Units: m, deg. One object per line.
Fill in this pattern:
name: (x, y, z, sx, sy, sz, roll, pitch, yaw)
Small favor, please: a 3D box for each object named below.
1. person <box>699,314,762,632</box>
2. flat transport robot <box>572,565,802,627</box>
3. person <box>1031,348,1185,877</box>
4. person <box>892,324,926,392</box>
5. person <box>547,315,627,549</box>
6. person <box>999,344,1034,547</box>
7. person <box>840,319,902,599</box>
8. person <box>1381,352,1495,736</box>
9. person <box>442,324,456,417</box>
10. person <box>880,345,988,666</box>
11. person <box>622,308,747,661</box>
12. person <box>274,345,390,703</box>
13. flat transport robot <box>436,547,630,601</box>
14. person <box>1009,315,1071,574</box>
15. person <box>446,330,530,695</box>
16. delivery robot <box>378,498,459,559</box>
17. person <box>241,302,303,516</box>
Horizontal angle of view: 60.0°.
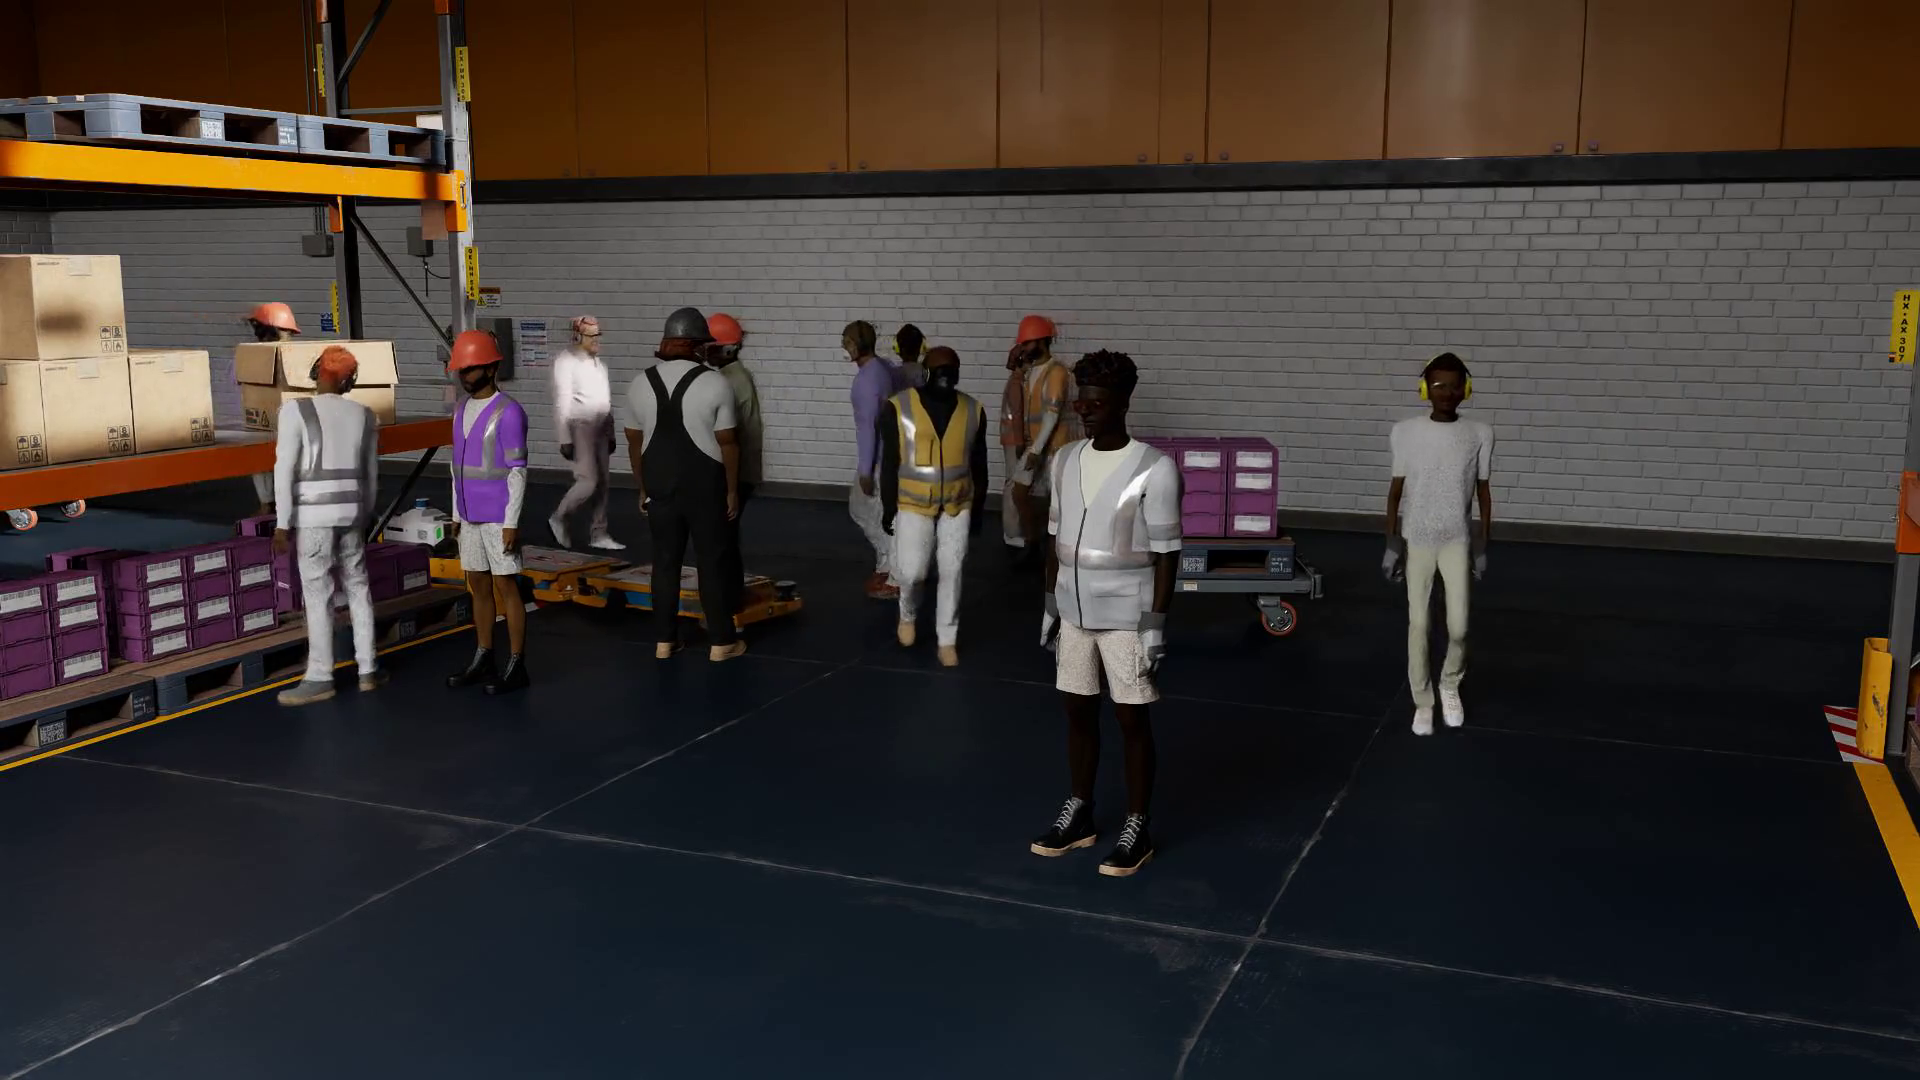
person: (-1.448, -0.413, 10.342, 0.435, 1.978, 0.626, -1, 9, -7)
flat transport robot: (-1.802, 0.342, 10.918, 1.431, 0.197, 0.652, 6, 11, 32)
person: (0.546, 0.266, 6.253, 0.606, 1.966, 0.367, 9, 13, 42)
person: (-0.390, -0.652, 12.232, 0.521, 1.836, 0.875, -2, 10, -10)
person: (-2.971, -0.828, 13.165, 0.483, 1.888, 0.738, 3, 10, 17)
person: (0.471, -0.766, 13.497, 0.311, 1.640, 0.512, 0, 9, 2)
person: (-0.552, -0.532, 11.269, 0.504, 1.908, 0.645, 1, 9, 5)
person: (2.290, 0.029, 8.008, 0.500, 1.860, 0.403, 3, 10, 15)
person: (-4.023, -0.877, 13.672, 0.434, 1.824, 0.706, -4, 10, -25)
person: (-0.150, -0.199, 9.496, 0.638, 1.824, 0.512, -2, 10, -14)
person: (-1.555, -0.326, 9.616, 0.680, 2.000, 0.536, 3, 10, 16)
person: (-3.349, -0.086, 8.754, 0.348, 1.860, 0.709, 6, 11, 34)
flat transport robot: (-3.006, 0.214, 11.692, 1.431, 0.197, 0.652, 7, 12, 36)
person: (0.581, -0.680, 12.167, 0.592, 1.906, 0.533, -5, 11, -29)
person: (-2.527, -0.145, 8.842, 0.544, 1.936, 0.359, 7, 11, 35)
delivery robot: (-3.945, -0.064, 12.241, 0.707, 0.478, 0.477, 6, 11, 32)
person: (-4.700, -0.610, 11.393, 0.474, 2.022, 0.640, -4, 10, -23)
